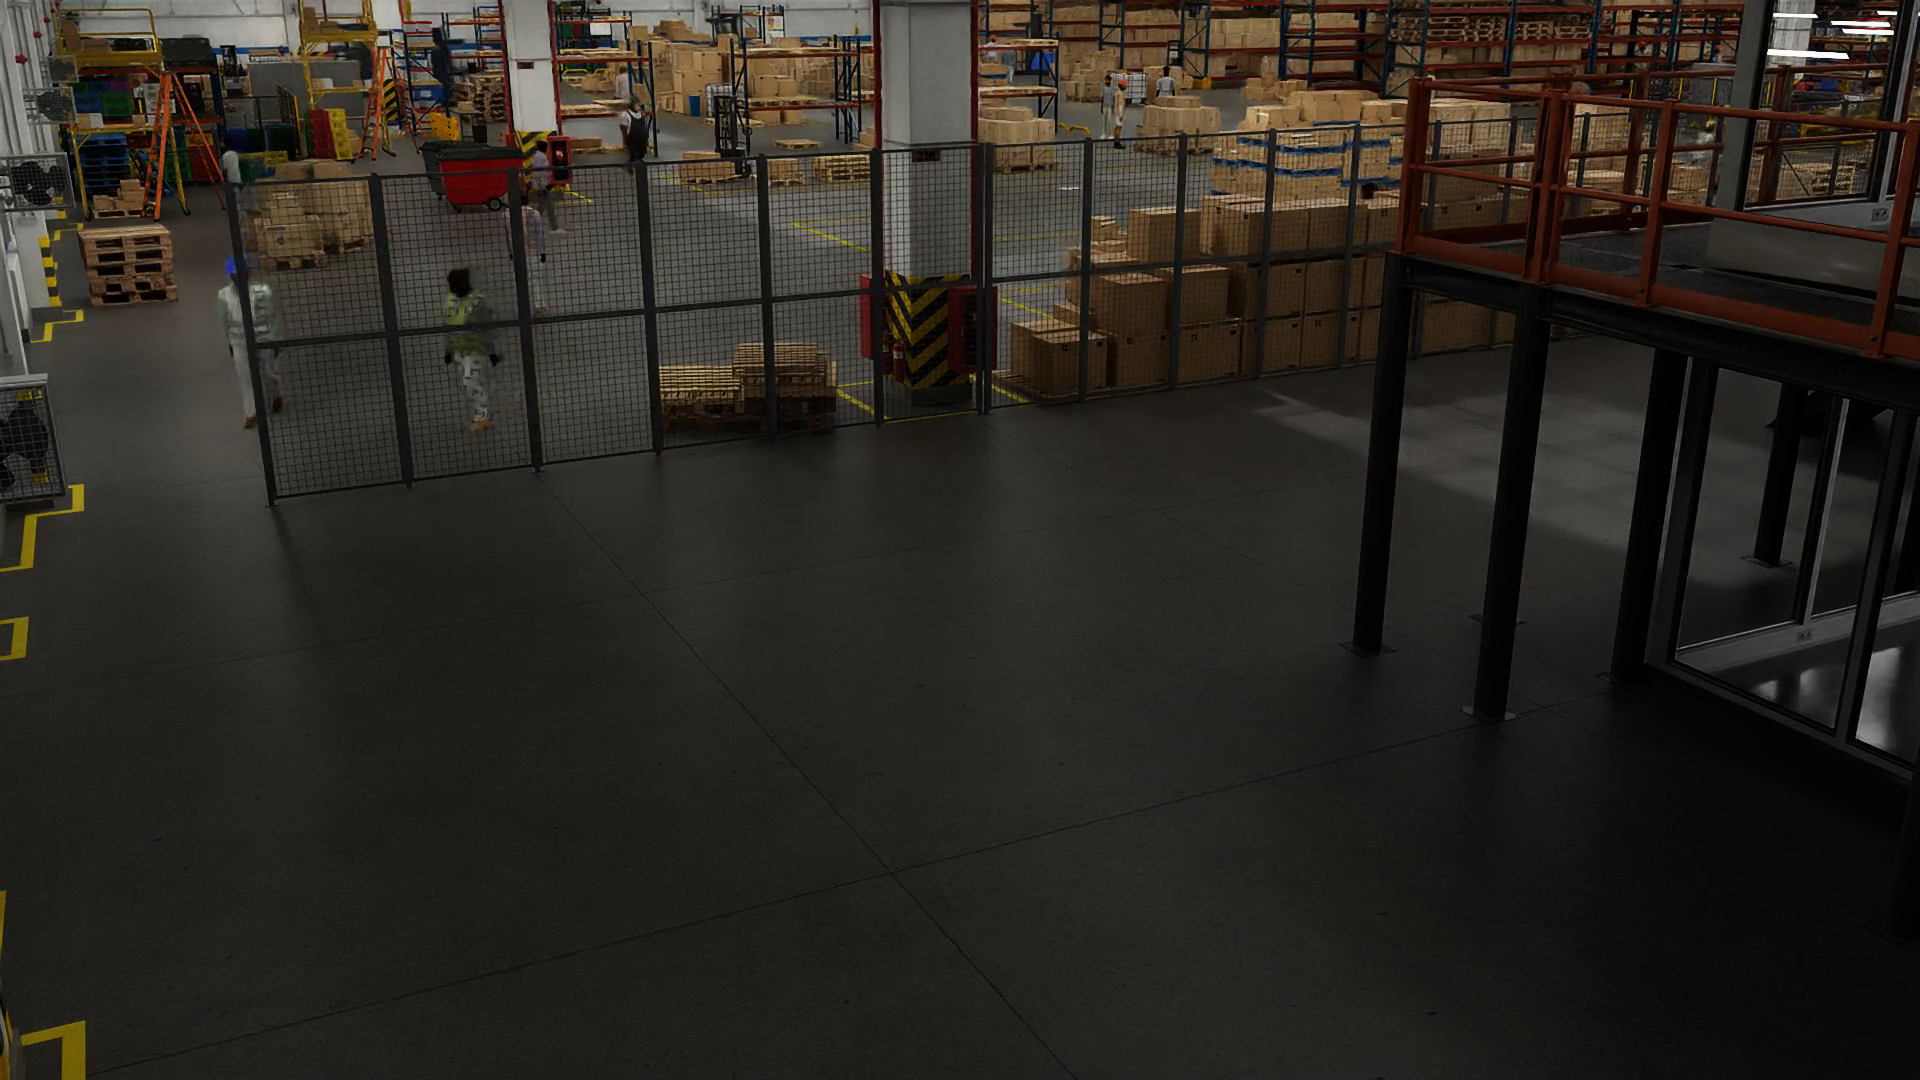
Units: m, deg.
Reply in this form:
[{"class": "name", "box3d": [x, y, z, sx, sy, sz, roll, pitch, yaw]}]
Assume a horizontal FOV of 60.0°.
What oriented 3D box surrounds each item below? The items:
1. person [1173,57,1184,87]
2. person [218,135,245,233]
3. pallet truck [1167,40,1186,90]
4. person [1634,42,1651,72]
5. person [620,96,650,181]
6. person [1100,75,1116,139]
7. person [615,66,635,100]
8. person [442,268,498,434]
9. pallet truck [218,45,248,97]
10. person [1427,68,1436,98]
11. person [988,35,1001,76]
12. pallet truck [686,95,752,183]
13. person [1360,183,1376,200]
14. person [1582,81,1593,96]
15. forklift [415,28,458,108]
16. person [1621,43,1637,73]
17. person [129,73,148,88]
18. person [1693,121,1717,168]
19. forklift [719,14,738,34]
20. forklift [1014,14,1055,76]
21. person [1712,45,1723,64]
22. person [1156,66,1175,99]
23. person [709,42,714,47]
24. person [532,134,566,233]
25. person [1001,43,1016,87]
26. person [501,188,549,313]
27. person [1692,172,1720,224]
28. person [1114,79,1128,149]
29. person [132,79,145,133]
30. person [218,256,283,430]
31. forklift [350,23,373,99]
[{"class": "person", "box3d": [8.267, -17.389, 62.871, 0.551, 1.684, 0.360, -12, 23, -32]}, {"class": "person", "box3d": [-14.103, -6.857, 32.091, 0.493, 1.856, 0.549, 1, 19, 2]}, {"class": "pallet truck", "box3d": [9.045, -19.971, 69.895, 0.823, 1.965, 1.885, -3, 19, -8]}, {"class": "person", "box3d": [28.344, -19.667, 69.017, 0.674, 1.998, 0.567, 17, 25, 41]}, {"class": "person", "box3d": [-7.704, -9.574, 39.691, 0.535, 2.000, 0.711, 17, 25, 40]}, {"class": "person", "box3d": [4.427, -12.940, 49.731, 0.531, 1.859, 0.332, 15, 24, 36]}, {"class": "person", "box3d": [-10.863, -14.367, 53.821, 0.645, 1.882, 1.016, -15, 24, -36]}, {"class": "person", "box3d": [-5.430, -2.066, 18.252, 0.663, 1.822, 0.567, 11, 22, 29]}, {"class": "pallet truck", "box3d": [-28.879, -18.665, 66.111, 0.823, 1.965, 1.885, -3, 19, -9]}, {"class": "person", "box3d": [16.109, -15.372, 57.098, 0.511, 1.645, 0.308, -17, 25, -40]}, {"class": "person", "box3d": [1.613, -22.571, 77.605, 0.556, 1.881, 0.981, -10, 21, -26]}, {"class": "pallet truck", "box3d": [-5.836, -9.608, 39.856, 0.823, 1.965, 1.885, 10, 22, 27]}, {"class": "person", "box3d": [6.223, -4.448, 25.068, 0.849, 1.890, 0.588, -10, 21, -26]}, {"class": "person", "box3d": [19.386, -13.449, 51.389, 0.925, 1.716, 0.540, 0, 19, 1]}, {"class": "forklift", "box3d": [-18.951, -17.120, 60.297, 1.873, 2.768, 1.129, -3, 19, -9]}, {"class": "person", "box3d": [31.509, -22.715, 78.123, 0.536, 1.817, 0.598, 3, 19, 8]}, {"class": "person", "box3d": [-28.168, -15.530, 57.149, 0.597, 1.911, 0.421, -5, 20, -15]}, {"class": "person", "box3d": [16.636, -8.459, 36.955, 0.855, 1.700, 0.514, -3, 19, -8]}, {"class": "forklift", "box3d": [-10.771, -23.174, 77.848, 1.129, 2.768, 1.873, 15, 24, 37]}, {"class": "forklift", "box3d": [3.611, -23.259, 78.094, 1.873, 2.768, 1.129, 6, 20, 17]}, {"class": "person", "box3d": [30.600, -19.027, 67.279, 0.562, 1.918, 0.554, -9, 21, -25]}, {"class": "person", "box3d": [6.465, -13.897, 52.335, 0.607, 1.966, 0.374, 0, 19, 1]}, {"class": "person", "box3d": [-10.453, -20.065, 70.337, 0.649, 1.894, 1.034, -6, 20, -18]}, {"class": "person", "box3d": [-8.042, -6.889, 32.171, 0.690, 1.878, 0.661, -4, 19, -10]}, {"class": "person", "box3d": [1.998, -19.573, 68.832, 0.630, 1.939, 0.370, 3, 19, 9]}, {"class": "person", "box3d": [-6.420, -4.277, 24.639, 0.627, 1.844, 0.429, 4, 19, 10]}, {"class": "person", "box3d": [11.730, -4.853, 26.237, 0.985, 1.883, 0.548, -1, 19, -3]}, {"class": "person", "box3d": [4.543, -12.051, 47.032, 0.376, 1.934, 0.547, -1, 19, -2]}, {"class": "person", "box3d": [-25.370, -13.403, 51.414, 0.518, 1.633, 0.312, 5, 20, 14]}, {"class": "person", "box3d": [-7.944, -2.266, 18.696, 0.608, 1.924, 0.853, -2, 19, -7]}, {"class": "forklift", "box3d": [-23.248, -18.699, 64.874, 1.129, 2.768, 1.873, 14, 23, 35]}]
